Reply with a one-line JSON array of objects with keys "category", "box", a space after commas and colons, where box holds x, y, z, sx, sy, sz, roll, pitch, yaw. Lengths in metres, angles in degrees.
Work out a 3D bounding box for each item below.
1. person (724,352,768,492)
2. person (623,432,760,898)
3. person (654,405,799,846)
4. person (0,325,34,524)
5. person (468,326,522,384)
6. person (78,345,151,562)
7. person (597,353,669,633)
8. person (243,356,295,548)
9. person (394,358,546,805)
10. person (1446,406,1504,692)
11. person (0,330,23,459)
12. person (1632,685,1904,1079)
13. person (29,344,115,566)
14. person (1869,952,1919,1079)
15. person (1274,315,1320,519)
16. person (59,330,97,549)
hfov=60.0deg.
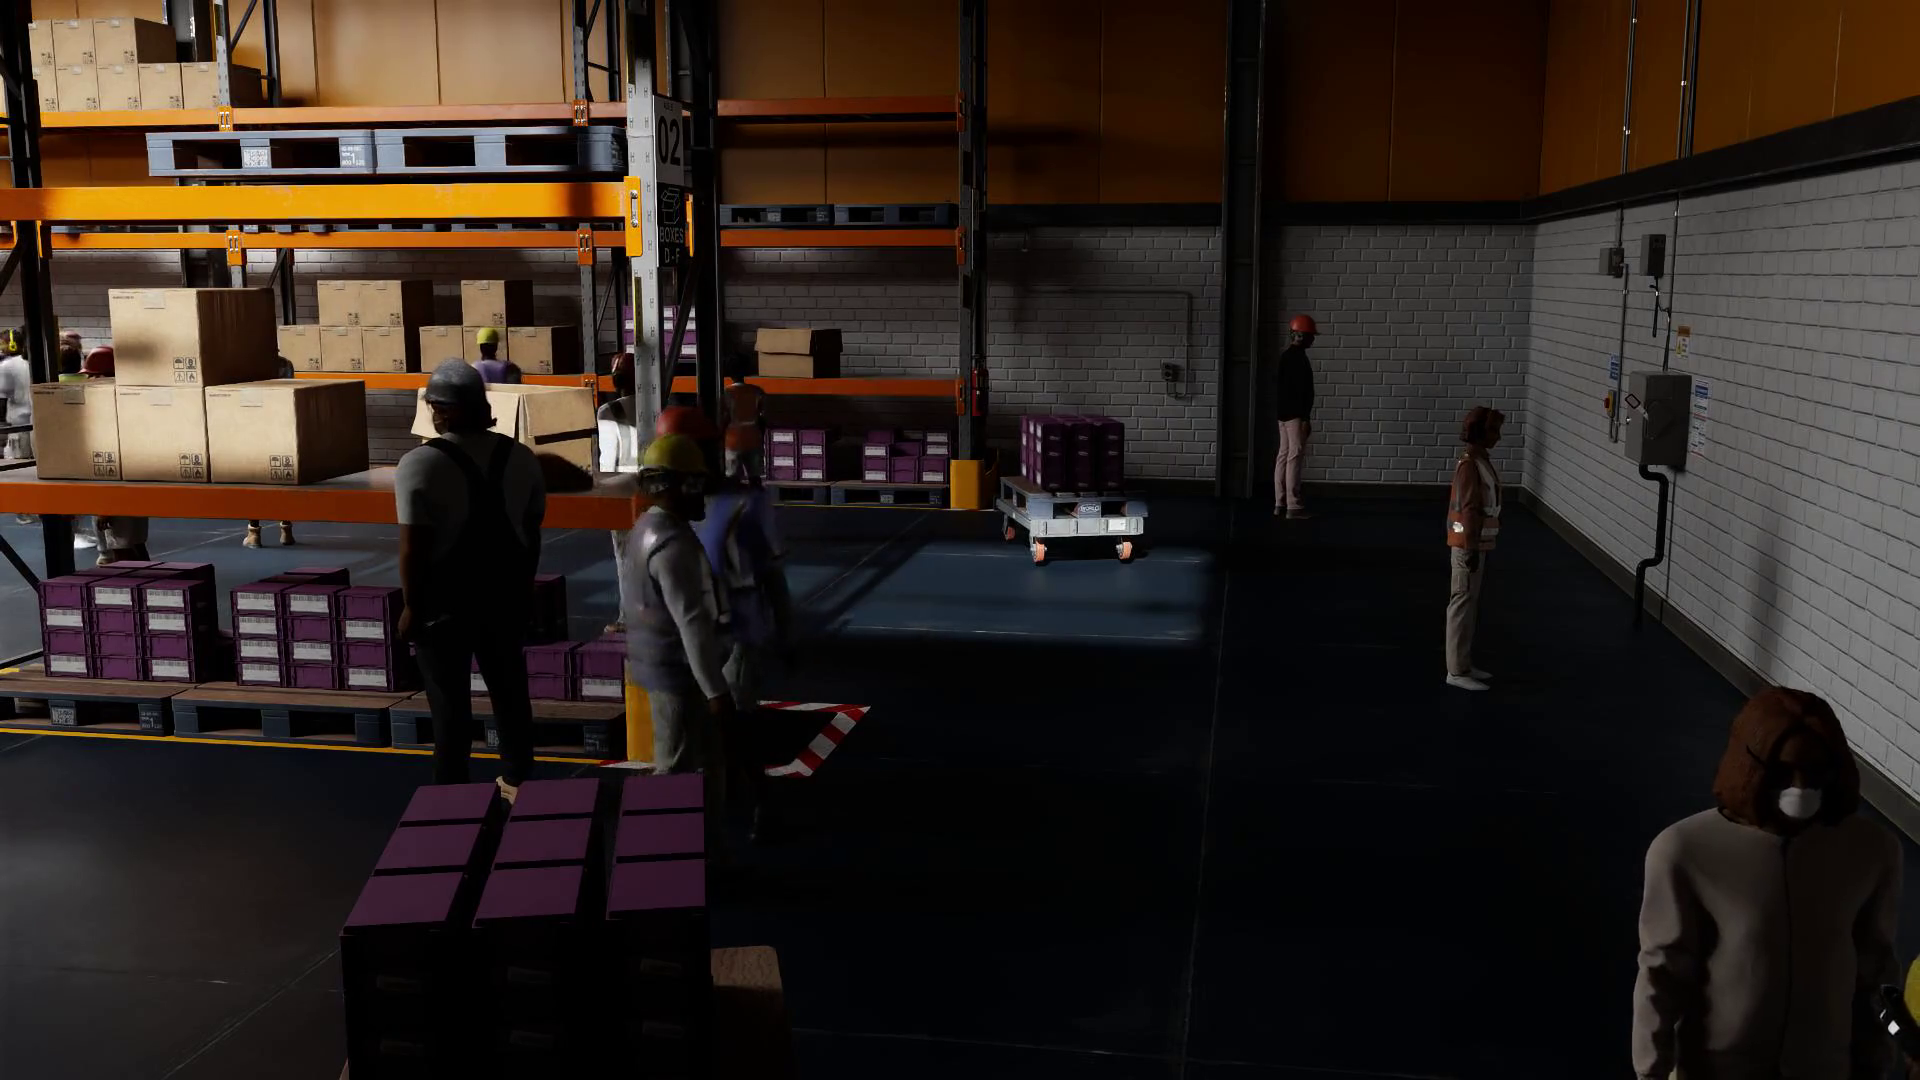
[{"category": "person", "box": [-1.965, -0.832, 14.910, 0.537, 1.695, 0.320, -7, 11, -35]}, {"category": "person", "box": [-1.044, 0.504, 6.291, 0.553, 1.802, 0.696, -2, 9, -14]}, {"category": "person", "box": [-1.012, 0.402, 6.729, 0.598, 1.868, 0.957, 5, 10, 26]}, {"category": "person", "box": [-8.867, -1.113, 15.924, 0.551, 1.926, 0.757, 7, 11, 36]}, {"category": "person", "box": [-4.451, -1.092, 15.900, 0.602, 1.902, 0.850, -5, 10, -28]}, {"category": "person", "box": [-5.442, -0.282, 10.748, 0.361, 1.940, 0.543, -1, 9, -7]}, {"category": "person", "box": [-2.157, -0.292, 10.977, 0.343, 1.883, 0.586, 7, 12, 38]}, {"category": "person", "box": [-6.117, -0.947, 14.553, 0.609, 2.043, 0.376, -6, 11, -32]}, {"category": "person", "box": [-2.202, 0.213, 7.361, 0.539, 2.000, 0.689, 9, 13, 44]}, {"category": "person", "box": [2.979, 0.042, 9.665, 0.309, 1.640, 0.511, 4, 10, 22]}, {"category": "person", "box": [-9.759, -1.289, 17.403, 0.961, 1.818, 0.488, -3, 10, -21]}, {"category": "person", "box": [1.586, 1.076, 3.304, 0.507, 1.623, 0.289, 0, 9, 2]}, {"category": "person", "box": [-7.132, -0.654, 13.405, 0.626, 1.834, 0.430, -8, 12, -42]}, {"category": "person", "box": [1.067, 1.245, 1.806, 0.326, 1.769, 0.524, 2, 9, 13]}, {"category": "person", "box": [3.306, -1.204, 16.321, 0.392, 1.988, 0.608, -2, 9, -10]}, {"category": "person", "box": [-7.777, -0.877, 14.552, 0.401, 1.905, 0.651, -3, 10, -18]}]
